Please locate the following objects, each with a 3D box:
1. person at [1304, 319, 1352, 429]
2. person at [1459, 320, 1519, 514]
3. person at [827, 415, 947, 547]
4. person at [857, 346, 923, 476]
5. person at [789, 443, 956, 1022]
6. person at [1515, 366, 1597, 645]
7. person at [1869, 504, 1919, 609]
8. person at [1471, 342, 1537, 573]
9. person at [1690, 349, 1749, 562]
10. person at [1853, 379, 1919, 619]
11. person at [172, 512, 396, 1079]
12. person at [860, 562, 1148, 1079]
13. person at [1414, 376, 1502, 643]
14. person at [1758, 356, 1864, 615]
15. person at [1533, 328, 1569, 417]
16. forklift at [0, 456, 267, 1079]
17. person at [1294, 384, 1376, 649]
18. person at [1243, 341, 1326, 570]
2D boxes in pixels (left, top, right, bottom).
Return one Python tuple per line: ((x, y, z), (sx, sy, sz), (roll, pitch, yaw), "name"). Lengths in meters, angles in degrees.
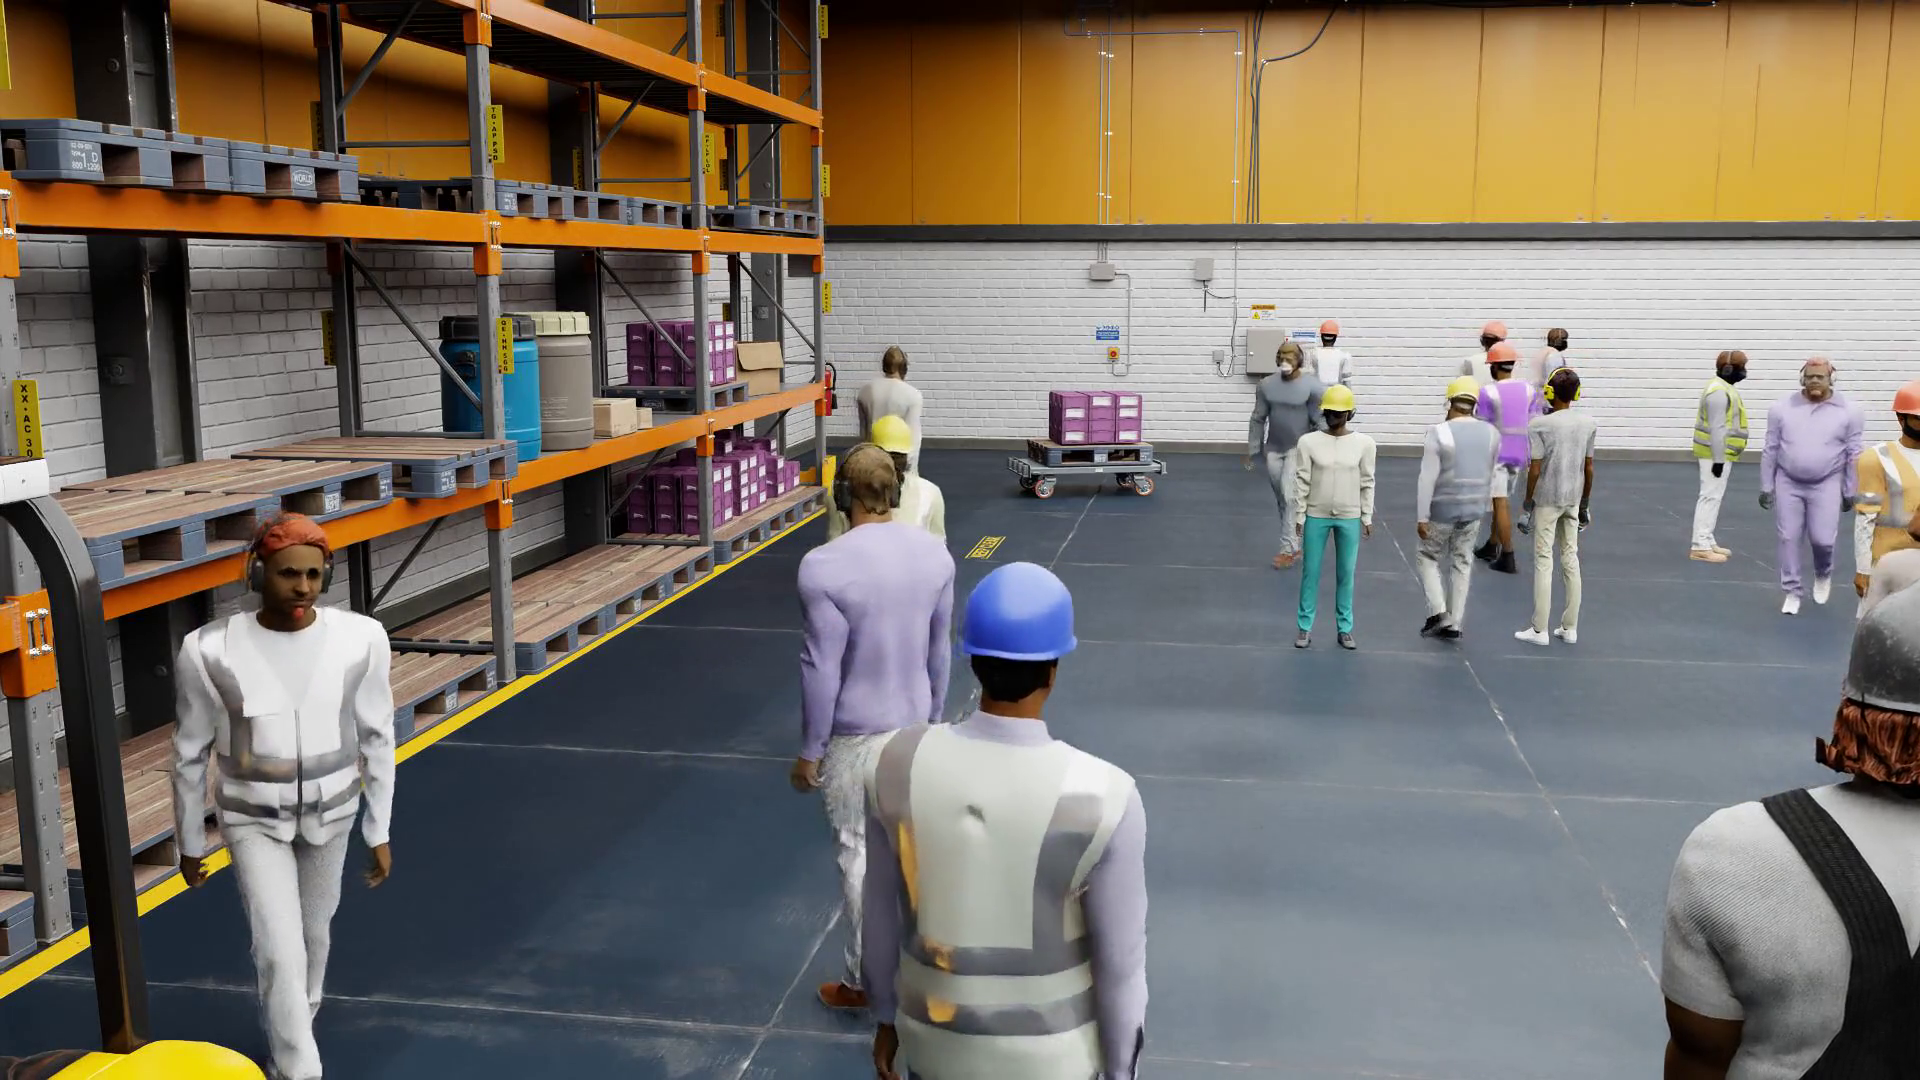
((4.299, -1.612, 19.512), (0.551, 1.934, 0.373), (1, 9, 5), "person")
((5.340, -1.232, 16.932), (0.618, 2.014, 0.786), (4, 10, 25), "person")
((-0.352, 0.290, 8.133), (0.616, 1.815, 0.422), (-2, 9, -10), "person")
((-0.576, -0.647, 13.726), (0.644, 1.895, 1.017), (5, 10, 26), "person")
((-0.294, 0.641, 5.634), (0.664, 1.938, 0.416), (-8, 12, -42), "person")
((3.995, -0.225, 11.163), (0.513, 1.872, 0.328), (-2, 9, -13), "person")
((4.160, 0.571, 7.129), (0.877, 1.586, 0.494), (-5, 11, -29), "person")
((4.484, -0.708, 14.012), (0.583, 1.904, 0.836), (-3, 10, -17), "person")
((6.584, -0.730, 14.409), (0.431, 1.834, 0.627), (5, 11, 30), "person")
((5.034, 0.114, 8.862), (0.551, 1.937, 0.357), (-2, 9, -10), "person")
((-1.965, 0.822, 4.855), (0.580, 1.841, 0.921), (-6, 11, -34), "person")
((0.074, 1.007, 3.356), (0.627, 1.936, 0.584), (4, 10, 21), "person")
((3.323, -0.200, 11.202), (0.599, 1.807, 0.424), (-2, 10, -14), "person")
((6.198, -0.398, 12.156), (0.652, 1.890, 0.485), (6, 11, 33), "person")
((7.194, -1.629, 19.961), (0.691, 1.817, 0.667), (0, 9, 2), "person")
((-2.328, 0.975, 2.765), (2.313, 2.155, 1.214), (1, 9, 9), "forklift")
((2.478, -0.148, 11.016), (0.526, 1.765, 0.329), (1, 9, 8), "person")
((2.716, -0.715, 14.082), (0.635, 1.909, 0.817), (8, 12, 42), "person")
